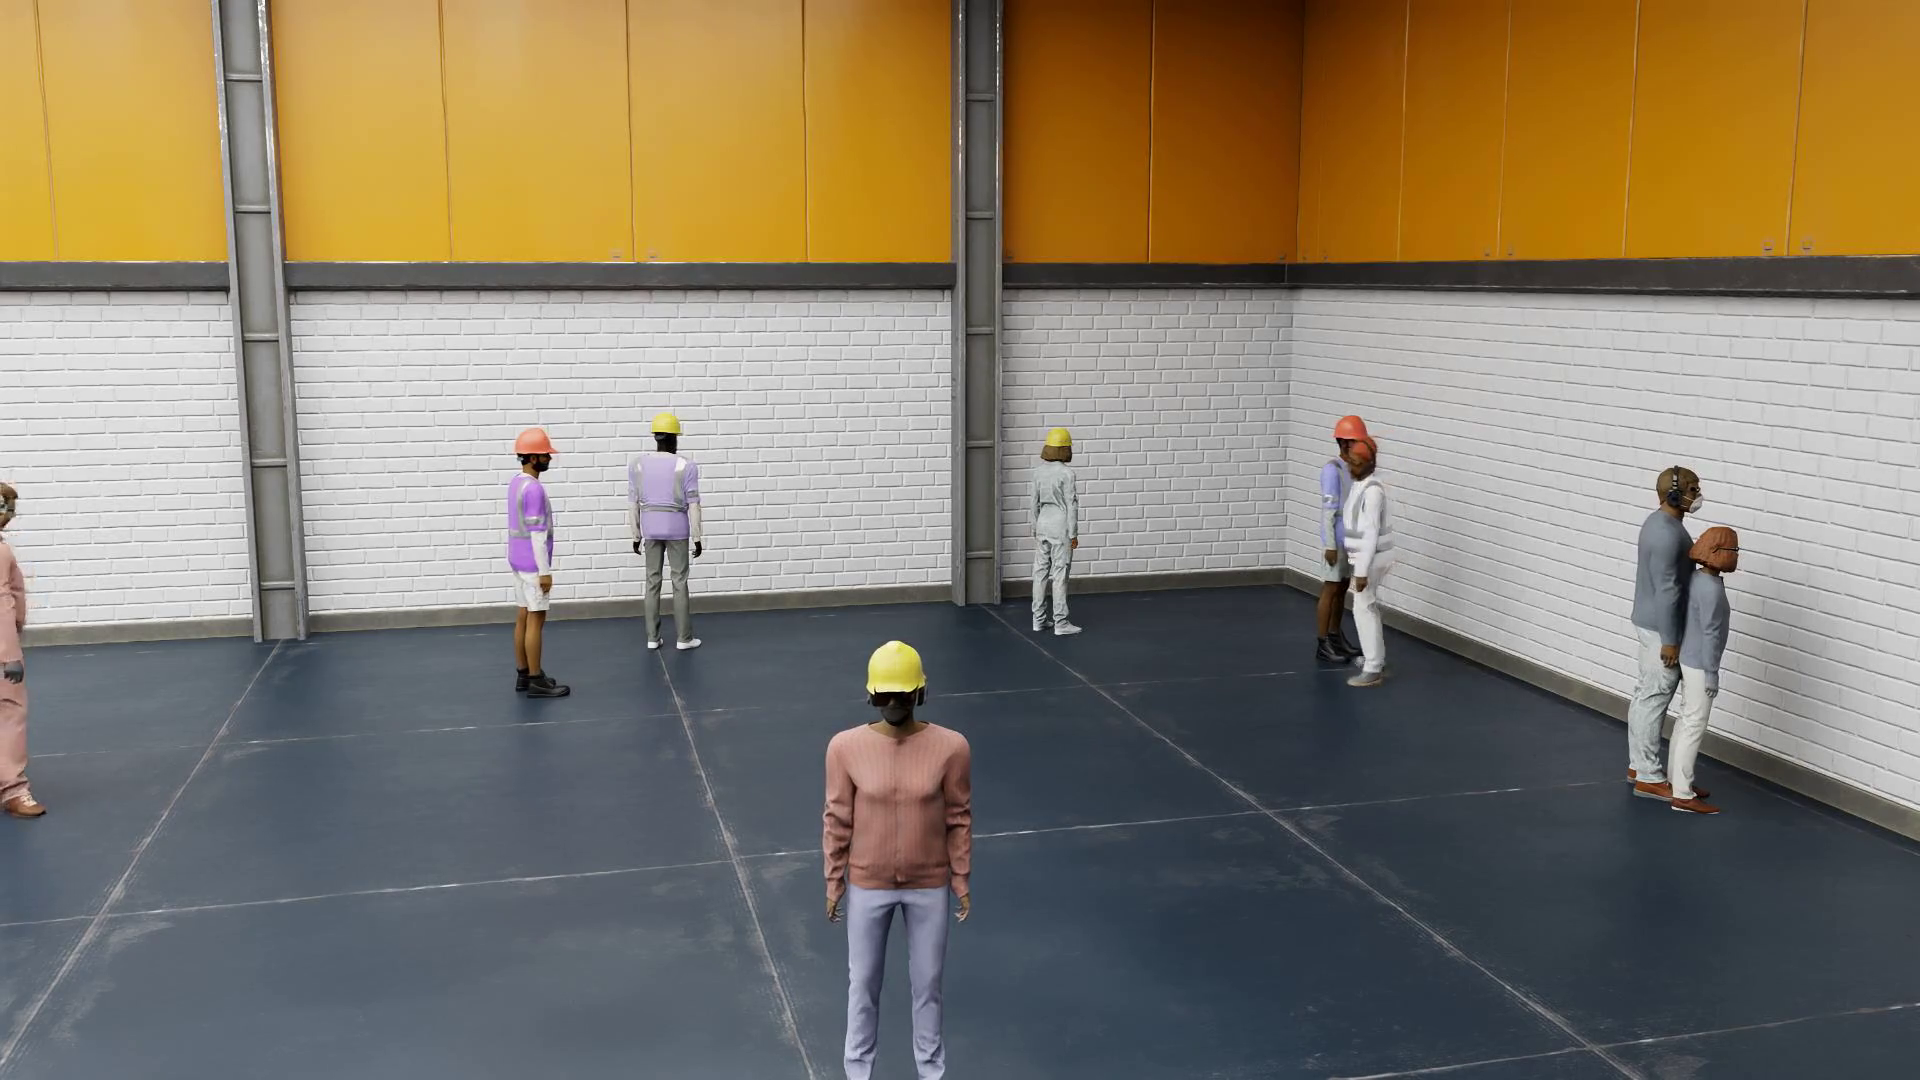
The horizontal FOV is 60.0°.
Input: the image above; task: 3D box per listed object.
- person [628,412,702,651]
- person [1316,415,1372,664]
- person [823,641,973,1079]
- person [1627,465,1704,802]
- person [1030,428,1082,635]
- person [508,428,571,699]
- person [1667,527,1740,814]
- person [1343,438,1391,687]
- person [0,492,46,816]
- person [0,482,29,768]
[{"bbox_3d":[-2.361,-0.063,13.396,0.594,1.922,0.377,1,9,9],"label":"person"},{"bbox_3d":[3.020,-0.013,13.040,0.376,1.939,0.547,7,11,37],"label":"person"},{"bbox_3d":[-0.217,1.225,5.883,0.533,1.758,0.333,-1,9,-3],"label":"person"},{"bbox_3d":[4.095,0.528,9.665,0.373,1.940,0.627,3,10,17],"label":"person"},{"bbox_3d":[0.816,-0.079,14.062,0.322,1.742,0.493,-9,13,-44],"label":"person"},{"bbox_3d":[-3.050,0.162,11.951,0.371,1.939,0.543,-5,10,-29],"label":"person"},{"bbox_3d":[4.214,0.725,9.423,0.287,1.625,0.497,2,9,15],"label":"person"},{"bbox_3d":[3.023,0.155,12.282,0.432,1.847,0.718,1,9,7],"label":"person"},{"bbox_3d":[-5.467,0.607,9.438,0.847,1.879,0.390,6,11,35],"label":"person"},{"bbox_3d":[-5.823,0.548,9.932,0.582,1.810,0.438,5,10,27],"label":"person"}]
